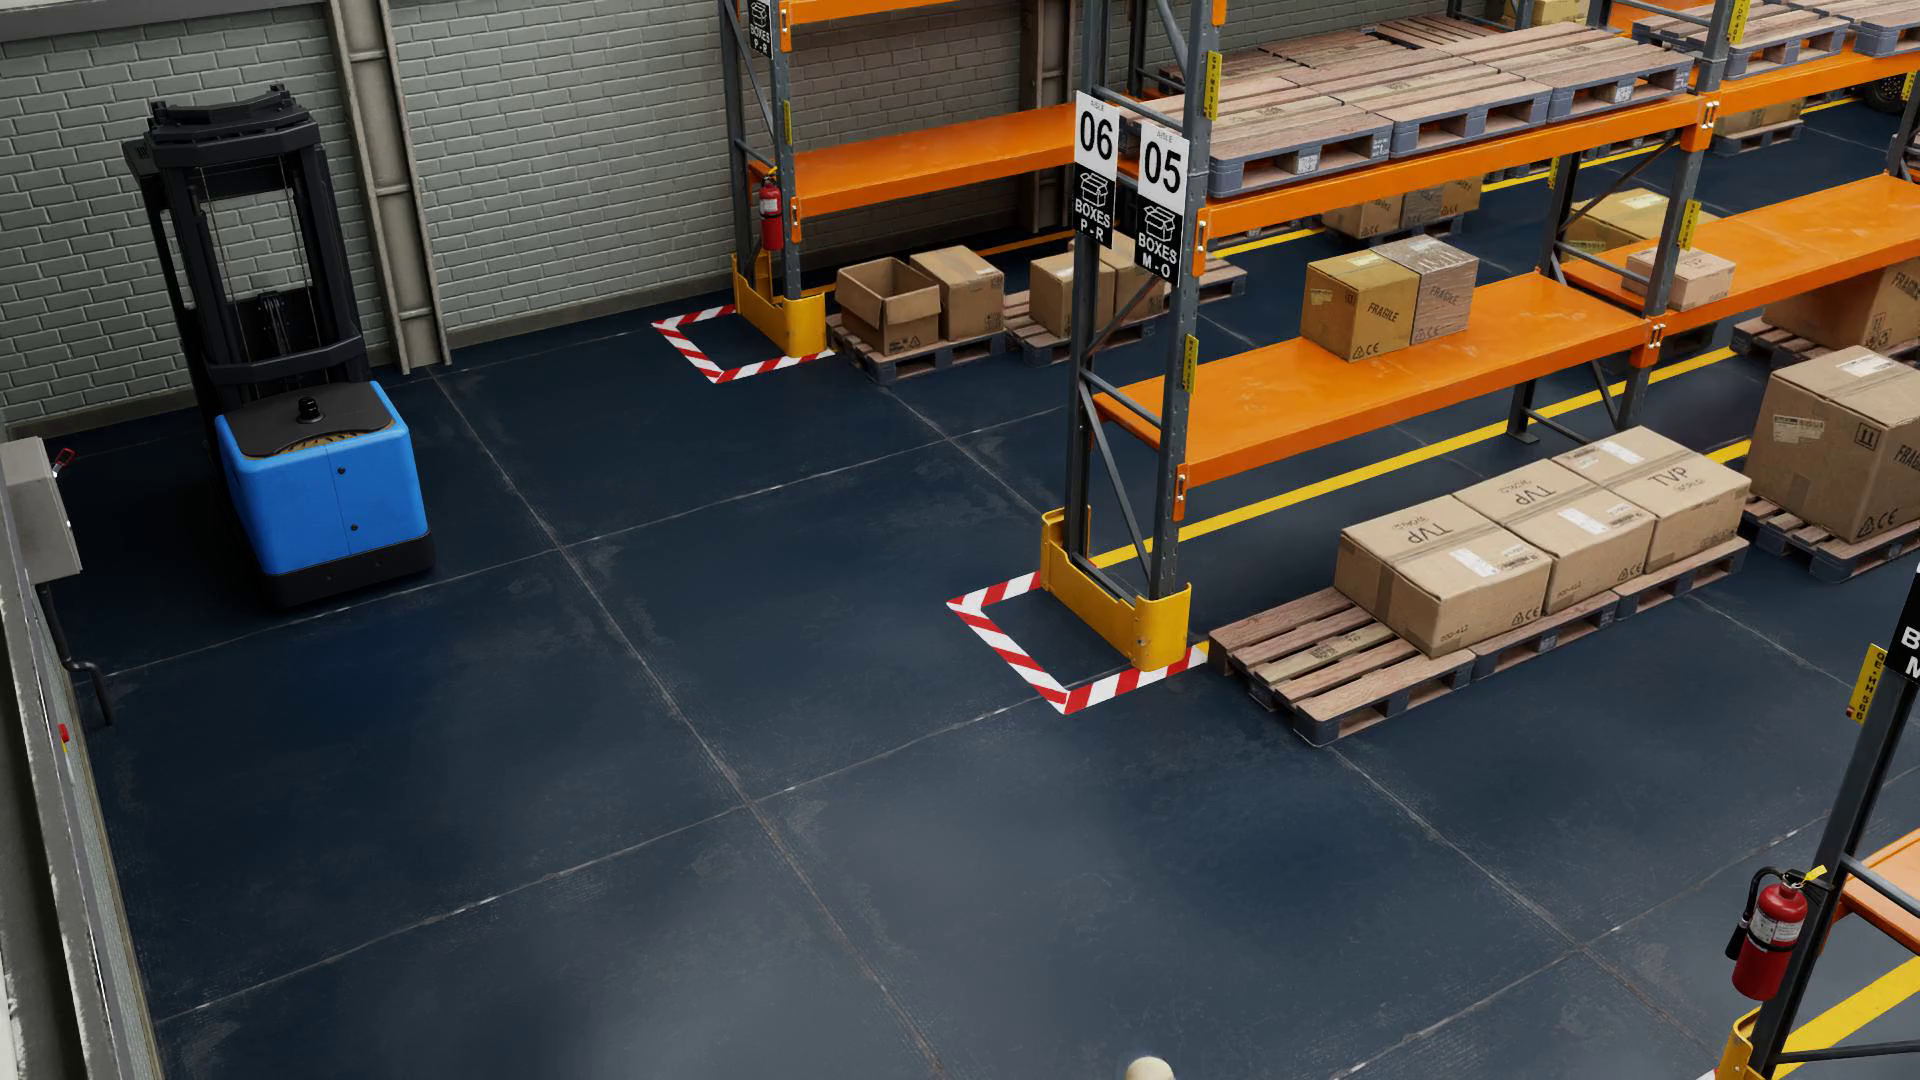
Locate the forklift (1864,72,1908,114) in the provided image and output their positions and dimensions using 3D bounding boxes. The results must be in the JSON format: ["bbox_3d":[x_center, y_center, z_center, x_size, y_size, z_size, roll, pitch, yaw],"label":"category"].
[{"bbox_3d":[11.468,-5.645,18.244,1.214,2.155,2.313,-17,36,-26],"label":"forklift"}]

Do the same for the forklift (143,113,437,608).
[{"bbox_3d":[-4.289,-1.259,10.509,1.129,2.768,1.873,-17,36,-26],"label":"forklift"}]

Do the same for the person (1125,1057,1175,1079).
[{"bbox_3d":[0.565,2.336,5.735,0.605,1.776,0.695,-13,34,-20],"label":"person"}]
